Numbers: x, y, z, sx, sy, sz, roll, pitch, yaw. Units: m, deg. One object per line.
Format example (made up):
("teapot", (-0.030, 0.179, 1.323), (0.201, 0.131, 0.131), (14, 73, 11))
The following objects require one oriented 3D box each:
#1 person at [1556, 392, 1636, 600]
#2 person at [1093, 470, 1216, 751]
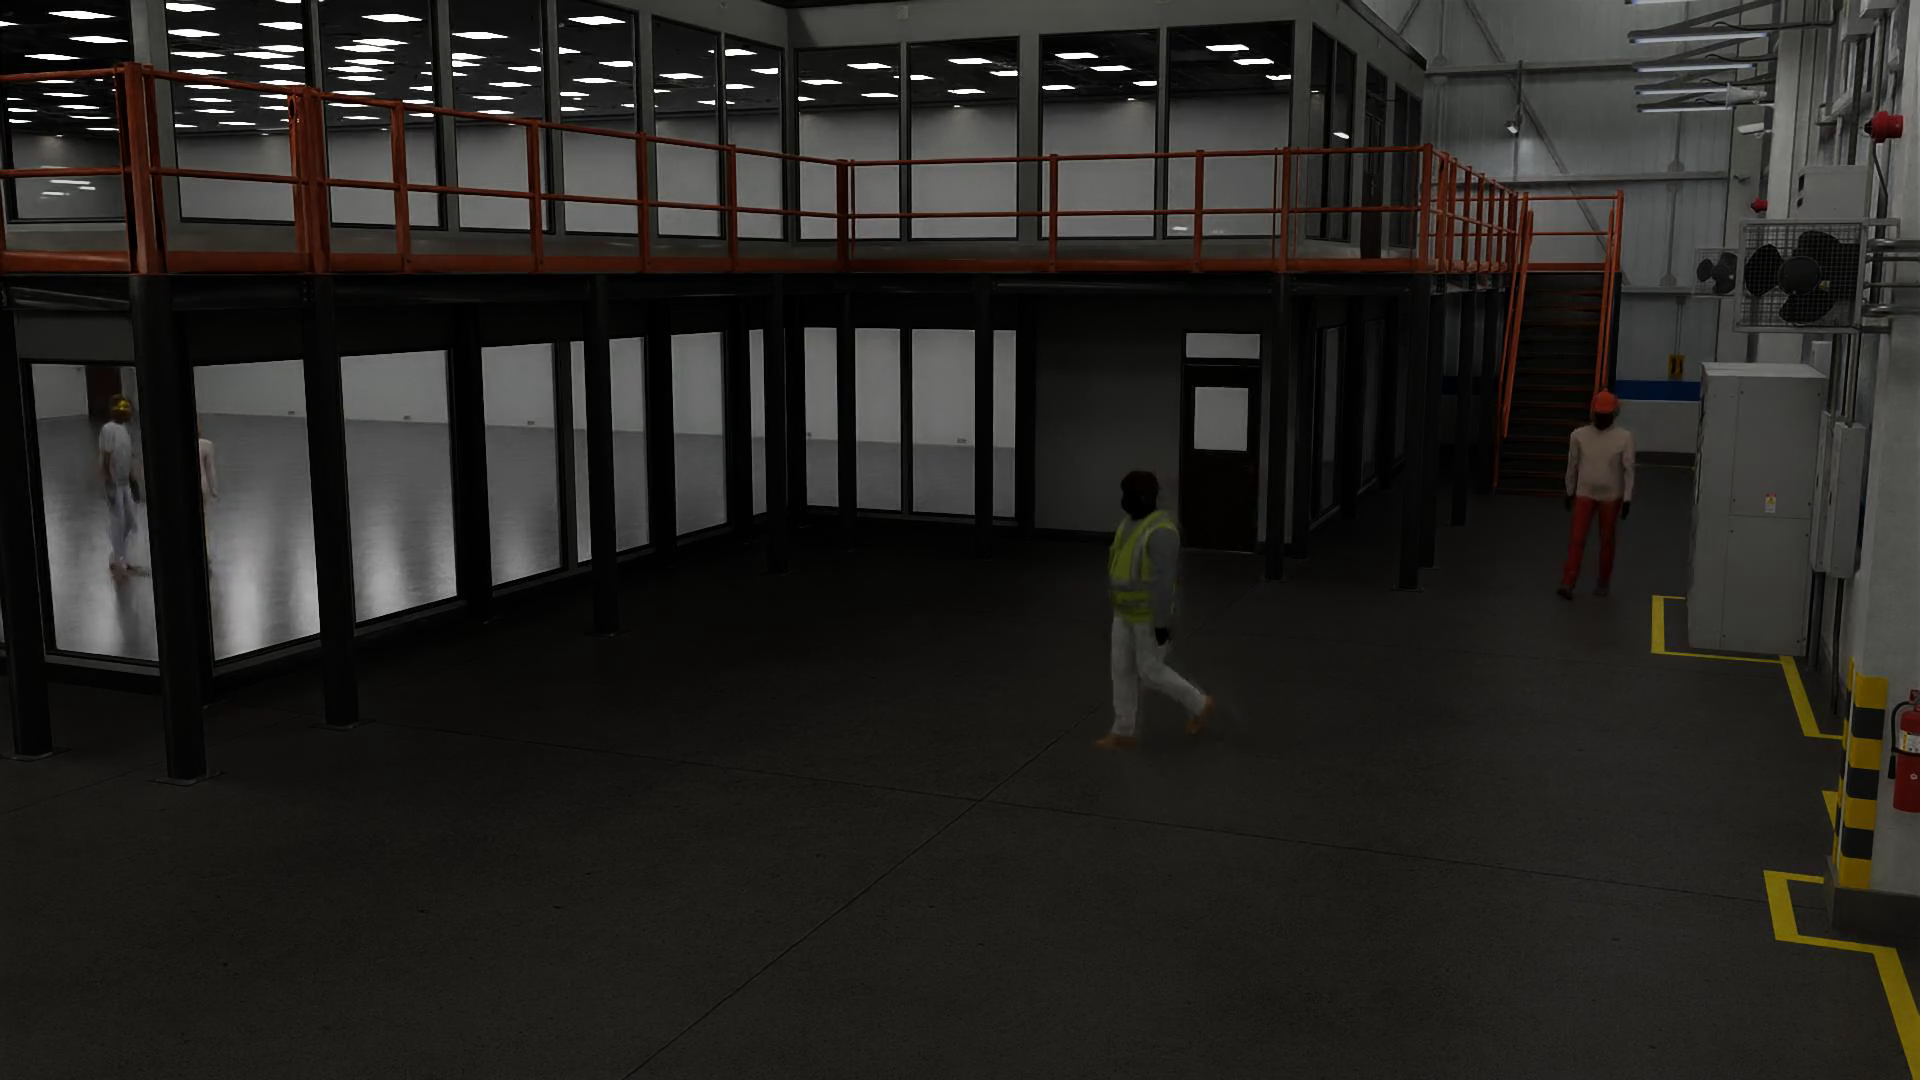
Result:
("person", (5.892, -0.397, 15.400), (0.635, 1.937, 0.994), (6, 11, 31))
("person", (1.238, 0.449, 10.597), (0.722, 1.823, 0.621), (-3, 10, -20))
